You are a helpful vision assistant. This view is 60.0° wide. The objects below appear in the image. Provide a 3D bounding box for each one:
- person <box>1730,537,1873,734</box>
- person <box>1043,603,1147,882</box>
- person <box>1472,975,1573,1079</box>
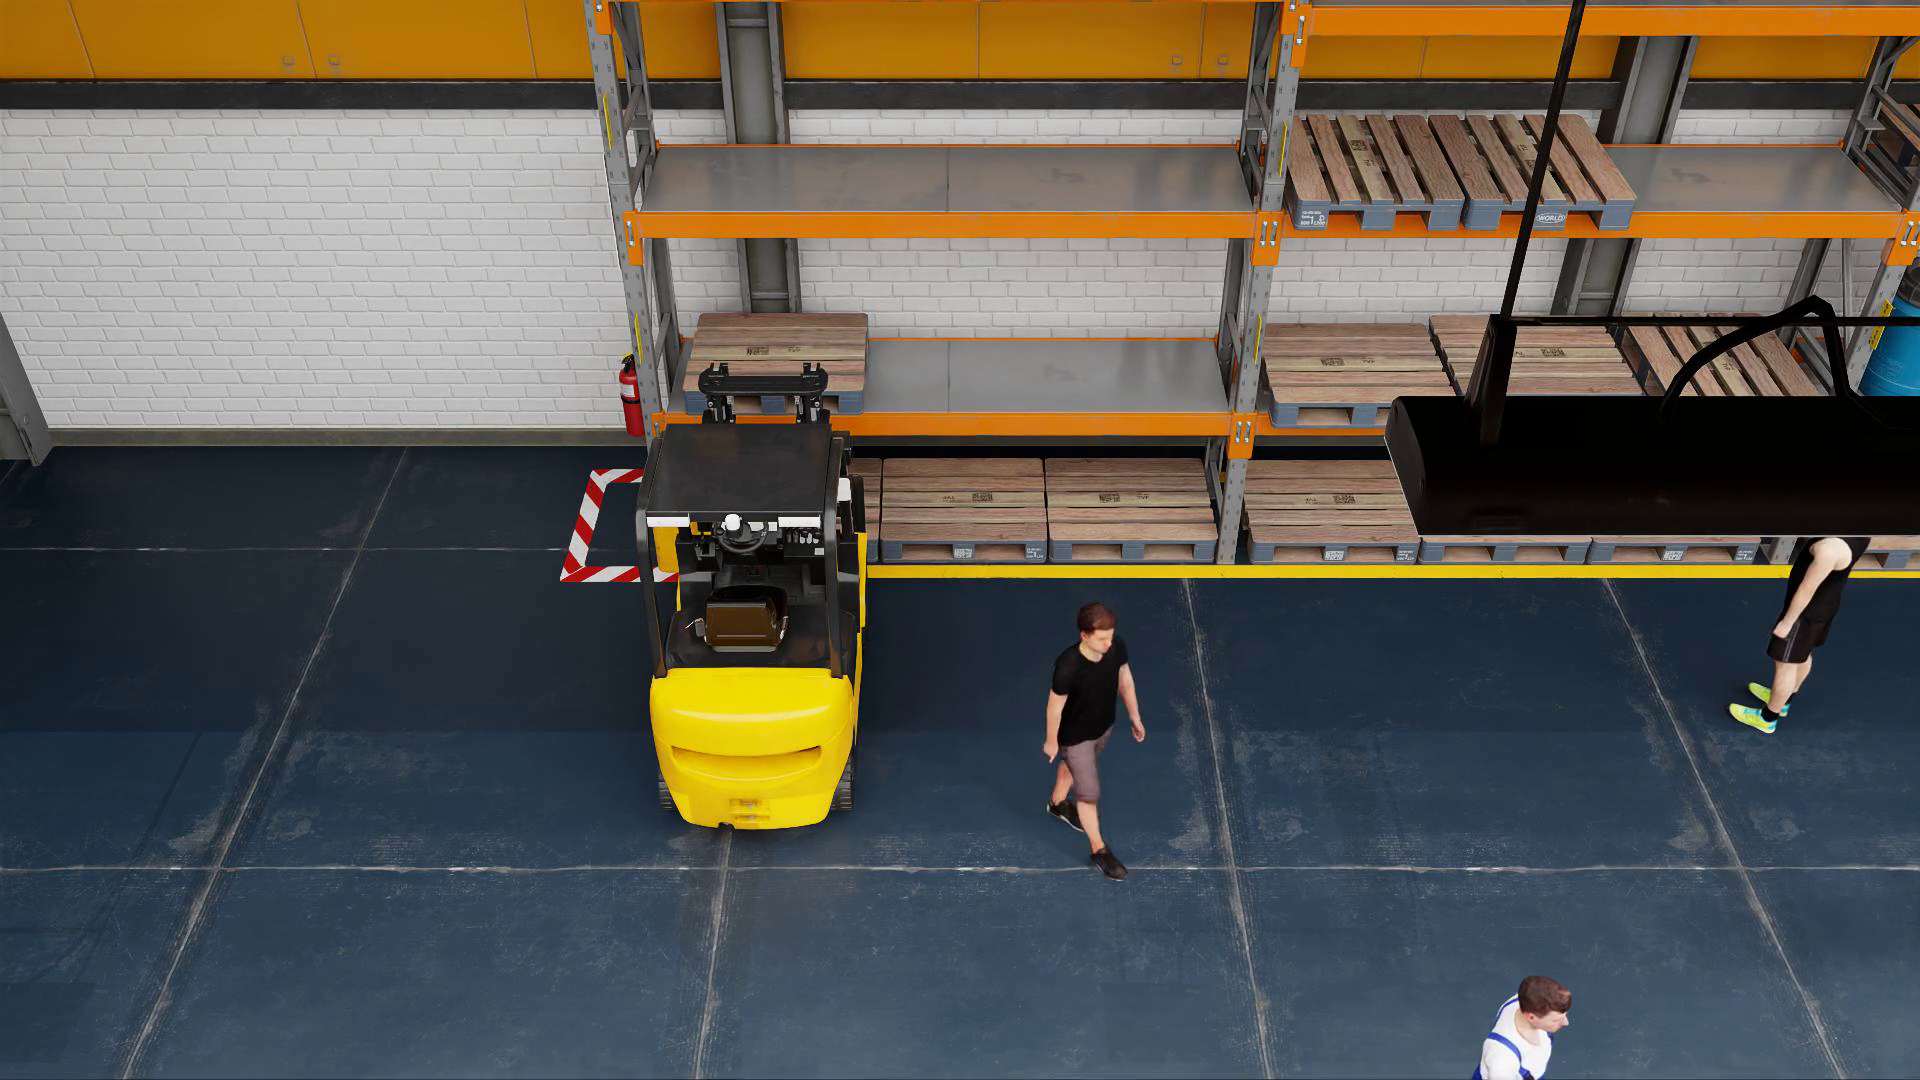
[{"bbox_3d":[5.229,0.399,10.223,0.802,1.891,0.746,30,48,32],"label":"person"},{"bbox_3d":[0.655,1.011,9.502,1.060,1.832,1.108,-31,48,-33],"label":"person"},{"bbox_3d":[2.429,2.553,7.558,0.729,1.849,0.707,21,43,24],"label":"person"}]
